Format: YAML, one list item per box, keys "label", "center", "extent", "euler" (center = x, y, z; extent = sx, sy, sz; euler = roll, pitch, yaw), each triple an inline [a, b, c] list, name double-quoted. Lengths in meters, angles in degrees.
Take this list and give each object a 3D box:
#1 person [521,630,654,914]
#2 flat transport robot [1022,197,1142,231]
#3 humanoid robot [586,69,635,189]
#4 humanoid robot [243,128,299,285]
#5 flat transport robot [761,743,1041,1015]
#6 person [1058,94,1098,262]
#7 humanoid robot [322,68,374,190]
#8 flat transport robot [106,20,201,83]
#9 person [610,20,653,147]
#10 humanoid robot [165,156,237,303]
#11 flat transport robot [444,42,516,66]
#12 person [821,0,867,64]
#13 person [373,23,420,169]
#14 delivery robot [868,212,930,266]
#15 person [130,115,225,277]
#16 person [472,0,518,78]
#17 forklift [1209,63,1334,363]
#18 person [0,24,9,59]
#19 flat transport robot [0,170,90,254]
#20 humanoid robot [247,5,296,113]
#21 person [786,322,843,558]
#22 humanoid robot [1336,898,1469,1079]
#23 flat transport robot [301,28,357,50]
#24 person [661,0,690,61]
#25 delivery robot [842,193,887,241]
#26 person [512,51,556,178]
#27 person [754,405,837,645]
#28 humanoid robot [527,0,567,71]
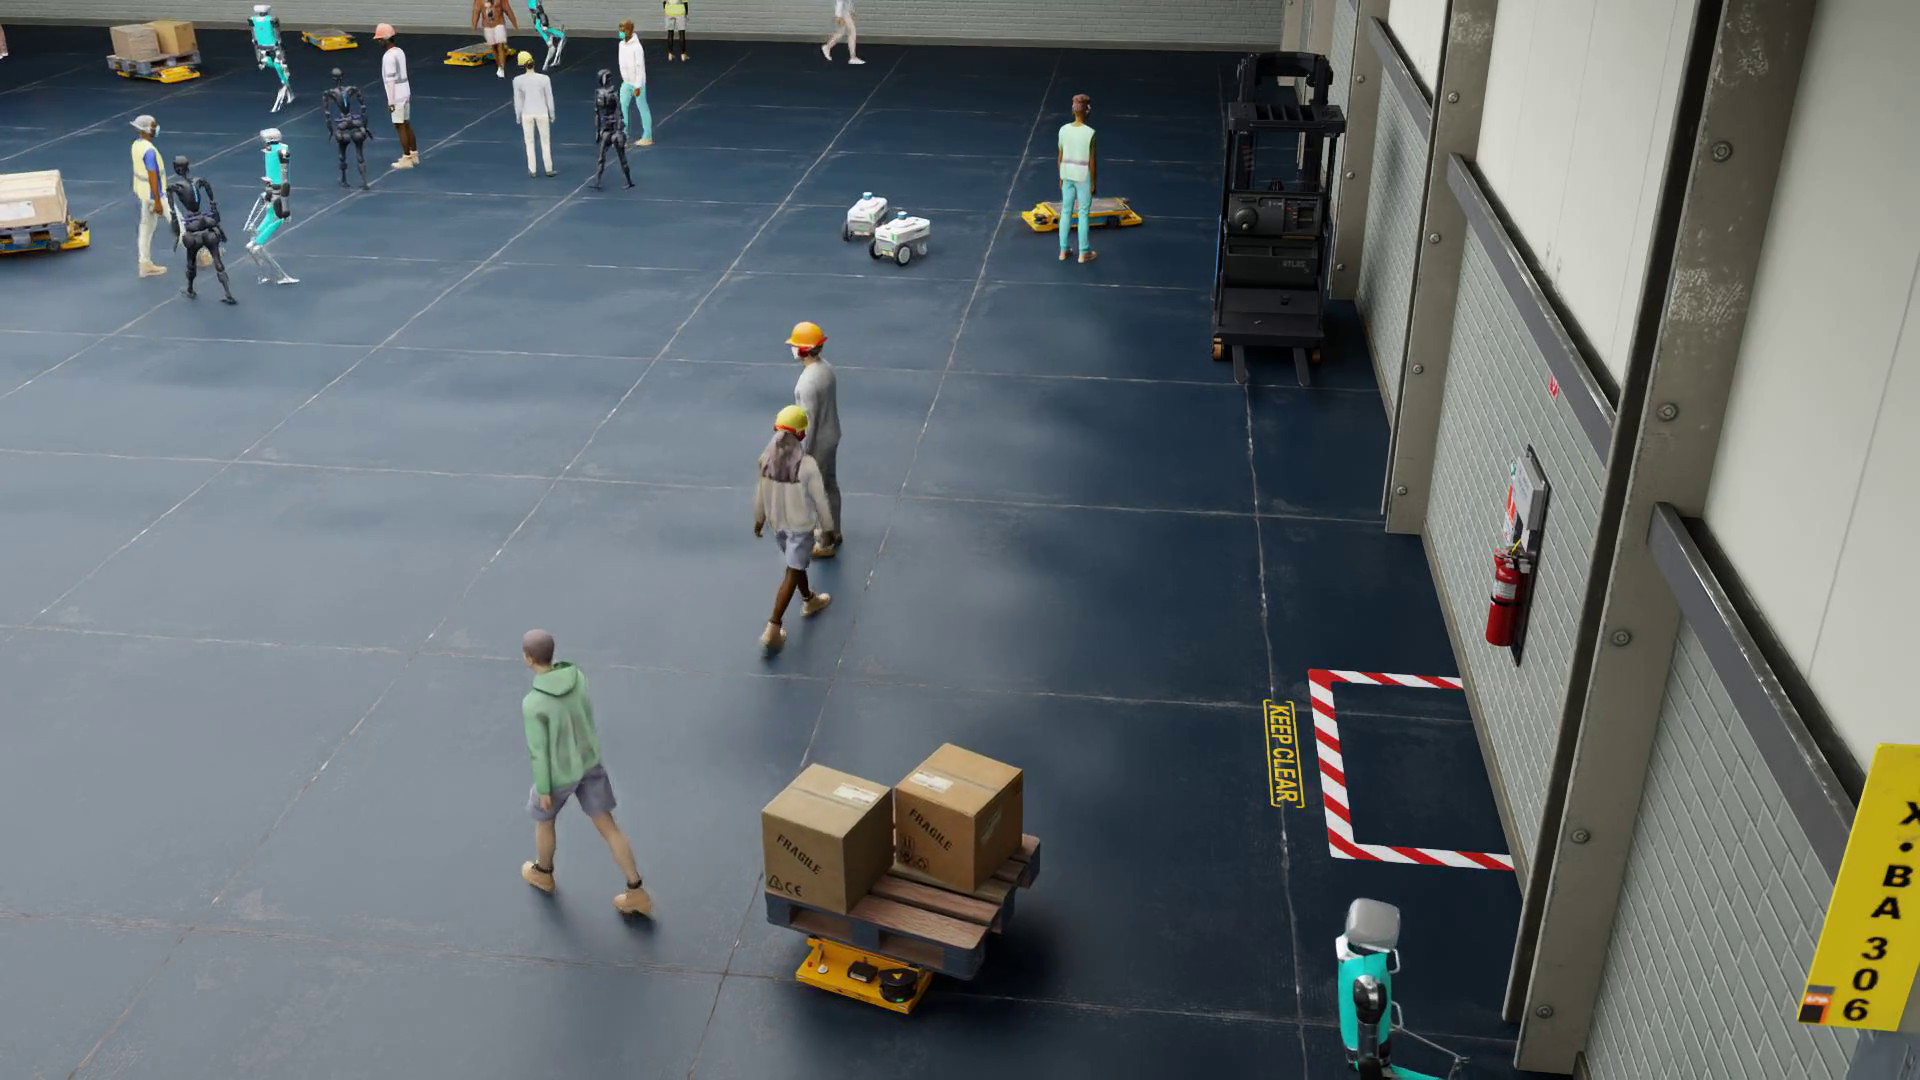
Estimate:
- label: "person"
  center: [-2.091, 1.273, 9.005]
  extent: [0.907, 1.690, 0.467]
  euler: [18, 32, 32]
- label: "flat transport robot"
  center: [1.579, -4.218, 21.558]
  extent: [1.431, 0.231, 0.659]
  euler: [-6, 27, -12]
- label: "humanoid robot"
  center: [-4.809, -5.591, 22.748]
  extent: [0.585, 1.638, 0.688]
  euler: [19, 32, 33]
- label: "humanoid robot"
  center: [-7.965, -3.746, 18.990]
  extent: [0.793, 1.789, 0.530]
  euler: [-23, 34, -38]
- label: "flat transport robot"
  center: [-0.280, 2.006, 9.133]
  extent: [0.659, 0.231, 1.431]
  euler: [11, 29, 21]
- label: "person"
  center: [1.394, -4.301, 19.818]
  extent: [0.488, 1.977, 0.383]
  euler: [15, 30, 27]
- label: "humanoid robot"
  center: [-8.436, -5.686, 22.929]
  extent: [0.605, 1.637, 0.612]
  euler: [-16, 31, -29]
- label: "flat transport robot"
  center: [-14.490, -8.479, 30.065]
  extent: [1.431, 0.231, 0.659]
  euler: [15, 30, 27]
- label: "person"
  center: [-5.002, -6.812, 24.931]
  extent: [0.524, 1.884, 0.866]
  euler: [20, 33, 34]
- label: "humanoid robot"
  center: [-8.491, -3.451, 18.493]
  extent: [0.777, 1.622, 0.612]
  euler: [18, 32, 31]
- label: "flat transport robot"
  center: [-9.091, -9.203, 31.511]
  extent: [0.659, 0.231, 1.431]
  euler: [9, 28, 17]
- label: "person"
  center: [-2.190, -9.822, 31.000]
  extent: [0.804, 1.844, 0.514]
  euler: [2, 27, 4]
- label: "person"
  center: [-8.110, -6.374, 23.905]
  extent: [0.406, 2.035, 0.599]
  euler: [0, 27, -1]
- label: "delivery robot"
  center: [-0.712, -3.661, 20.126]
  extent: [0.506, 0.593, 0.765]
  euler: [21, 34, 36]
- label: "person"
  center: [-9.297, -4.041, 19.440]
  extent: [0.998, 1.840, 0.540]
  euler: [-21, 33, -36]
- label: "person"
  center: [-8.351, -9.227, 29.843]
  extent: [0.753, 1.811, 0.849]
  euler: [-2, 27, -4]
- label: "forklift"
  center: [3.241, -3.477, 17.183]
  extent: [1.129, 2.768, 1.873]
  euler: [3, 27, 6]
- label: "person"
  center: [-18.403, -10.064, 31.404]
  extent: [0.412, 1.908, 0.640]
  euler: [-2, 27, -4]
- label: "flat transport robot"
  center: [-11.566, -3.716, 20.556]
  extent: [1.431, 0.231, 0.659]
  euler: [-12, 29, -22]
- label: "humanoid robot"
  center: [-11.233, -7.966, 27.462]
  extent: [0.536, 1.773, 1.024]
  euler: [4, 27, 9]
- label: "person"
  center: [-1.119, -0.776, 12.886]
  extent: [0.403, 1.886, 0.581]
  euler: [5, 27, 11]
- label: "humanoid robot"
  center: [1.922, 2.278, 7.021]
  extent: [1.075, 1.756, 0.554]
  euler: [3, 27, 6]
- label: "flat transport robot"
  center: [-12.511, -9.925, 32.951]
  extent: [0.659, 0.231, 1.431]
  euler: [-18, 32, -32]
- label: "person"
  center: [-5.348, -9.888, 31.285]
  extent: [0.534, 1.695, 0.321]
  euler: [6, 27, 11]
- label: "delivery robot"
  center: [-1.165, -4.071, 20.925]
  extent: [0.499, 0.575, 0.754]
  euler: [6, 27, 12]
- label: "person"
  center: [-5.990, -5.983, 23.437]
  extent: [0.557, 1.746, 0.327]
  euler: [-7, 27, -14]
- label: "person"
  center: [-1.211, -0.116, 11.755]
  extent: [0.591, 1.725, 0.863]
  euler: [15, 30, 27]
- label: "humanoid robot"
  center: [-7.509, -9.459, 30.401]
  extent: [0.814, 1.798, 0.559]
  euler: [-16, 31, -29]
